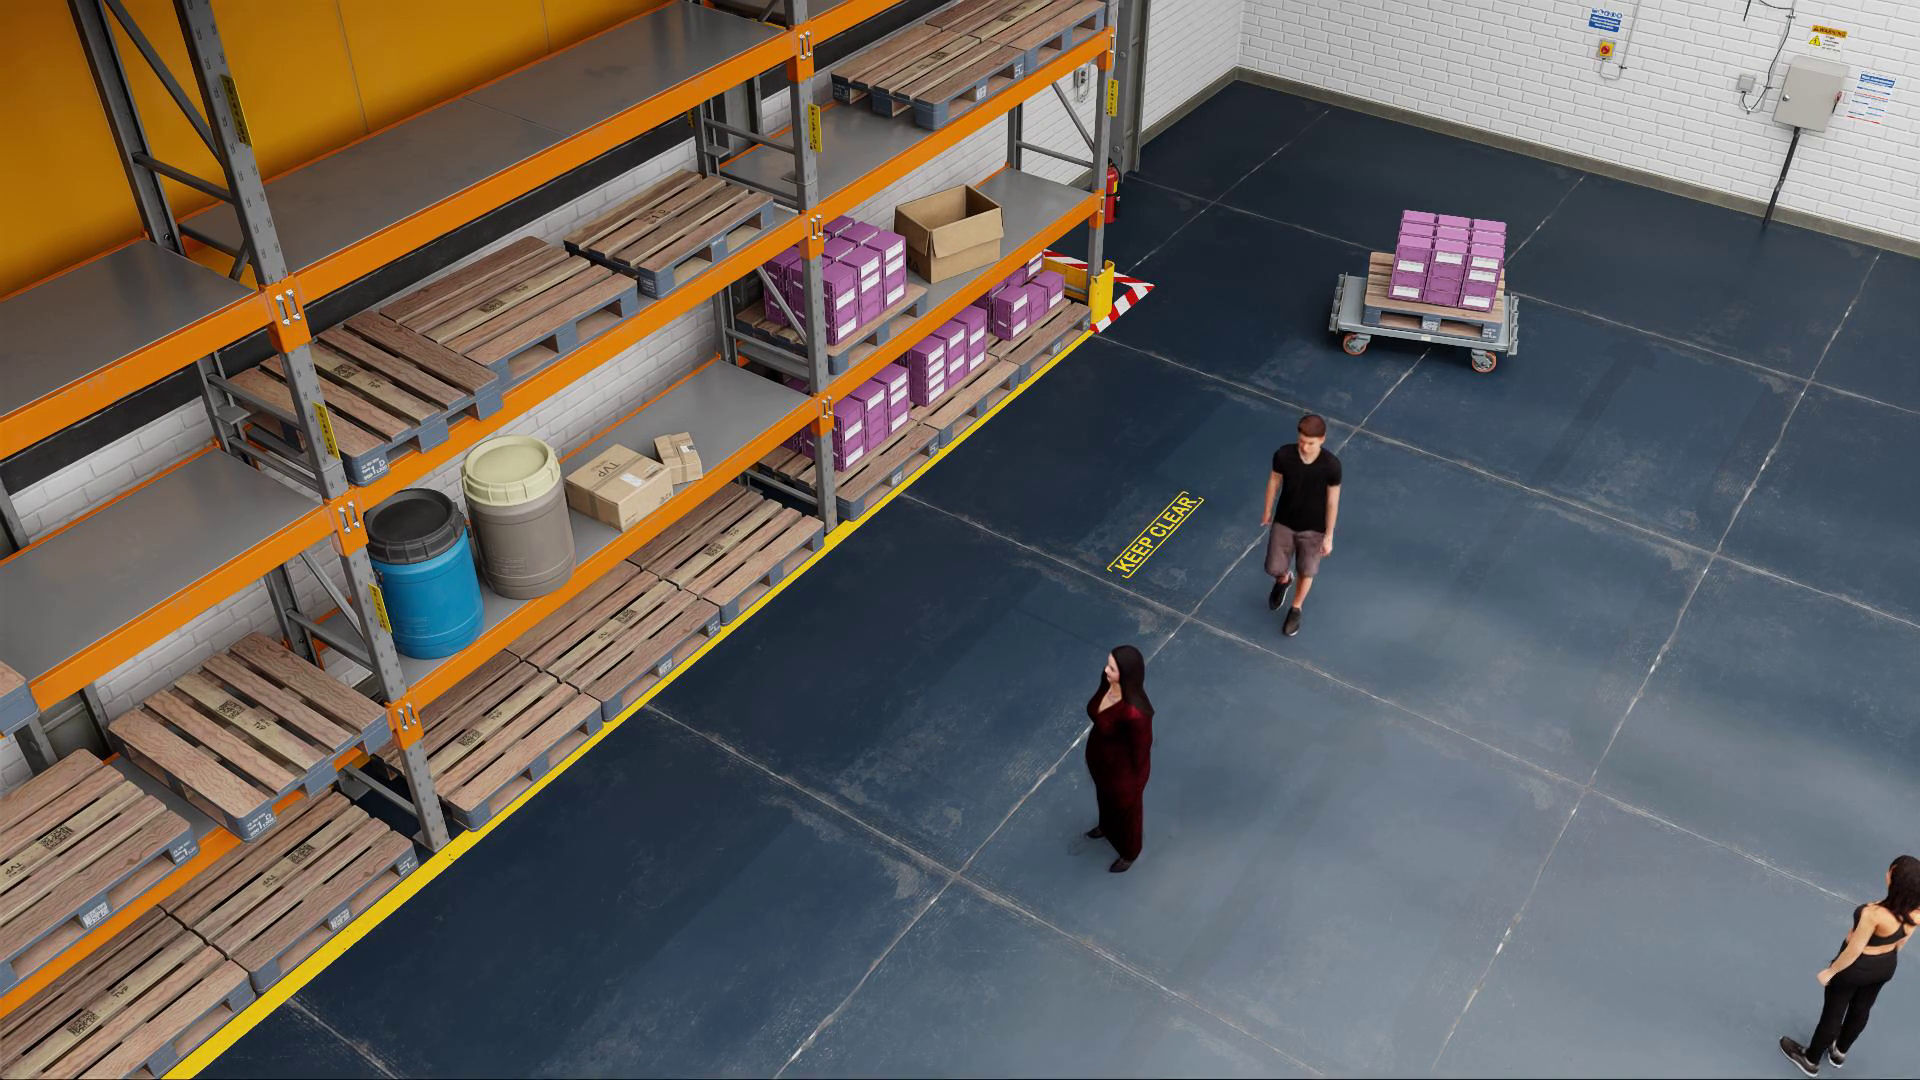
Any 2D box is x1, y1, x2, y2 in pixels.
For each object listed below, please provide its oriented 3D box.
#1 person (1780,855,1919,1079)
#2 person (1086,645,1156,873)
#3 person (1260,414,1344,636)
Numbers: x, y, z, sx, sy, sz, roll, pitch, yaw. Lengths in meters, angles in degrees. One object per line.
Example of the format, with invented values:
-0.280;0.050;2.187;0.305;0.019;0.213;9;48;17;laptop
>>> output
4.842;2.291;8.903;0.610;1.644;0.686;-9;40;-12;person
0.972;1.304;10.049;0.803;1.756;0.777;-14;41;-17;person
2.453;-0.183;11.839;0.787;1.846;0.813;13;40;15;person
